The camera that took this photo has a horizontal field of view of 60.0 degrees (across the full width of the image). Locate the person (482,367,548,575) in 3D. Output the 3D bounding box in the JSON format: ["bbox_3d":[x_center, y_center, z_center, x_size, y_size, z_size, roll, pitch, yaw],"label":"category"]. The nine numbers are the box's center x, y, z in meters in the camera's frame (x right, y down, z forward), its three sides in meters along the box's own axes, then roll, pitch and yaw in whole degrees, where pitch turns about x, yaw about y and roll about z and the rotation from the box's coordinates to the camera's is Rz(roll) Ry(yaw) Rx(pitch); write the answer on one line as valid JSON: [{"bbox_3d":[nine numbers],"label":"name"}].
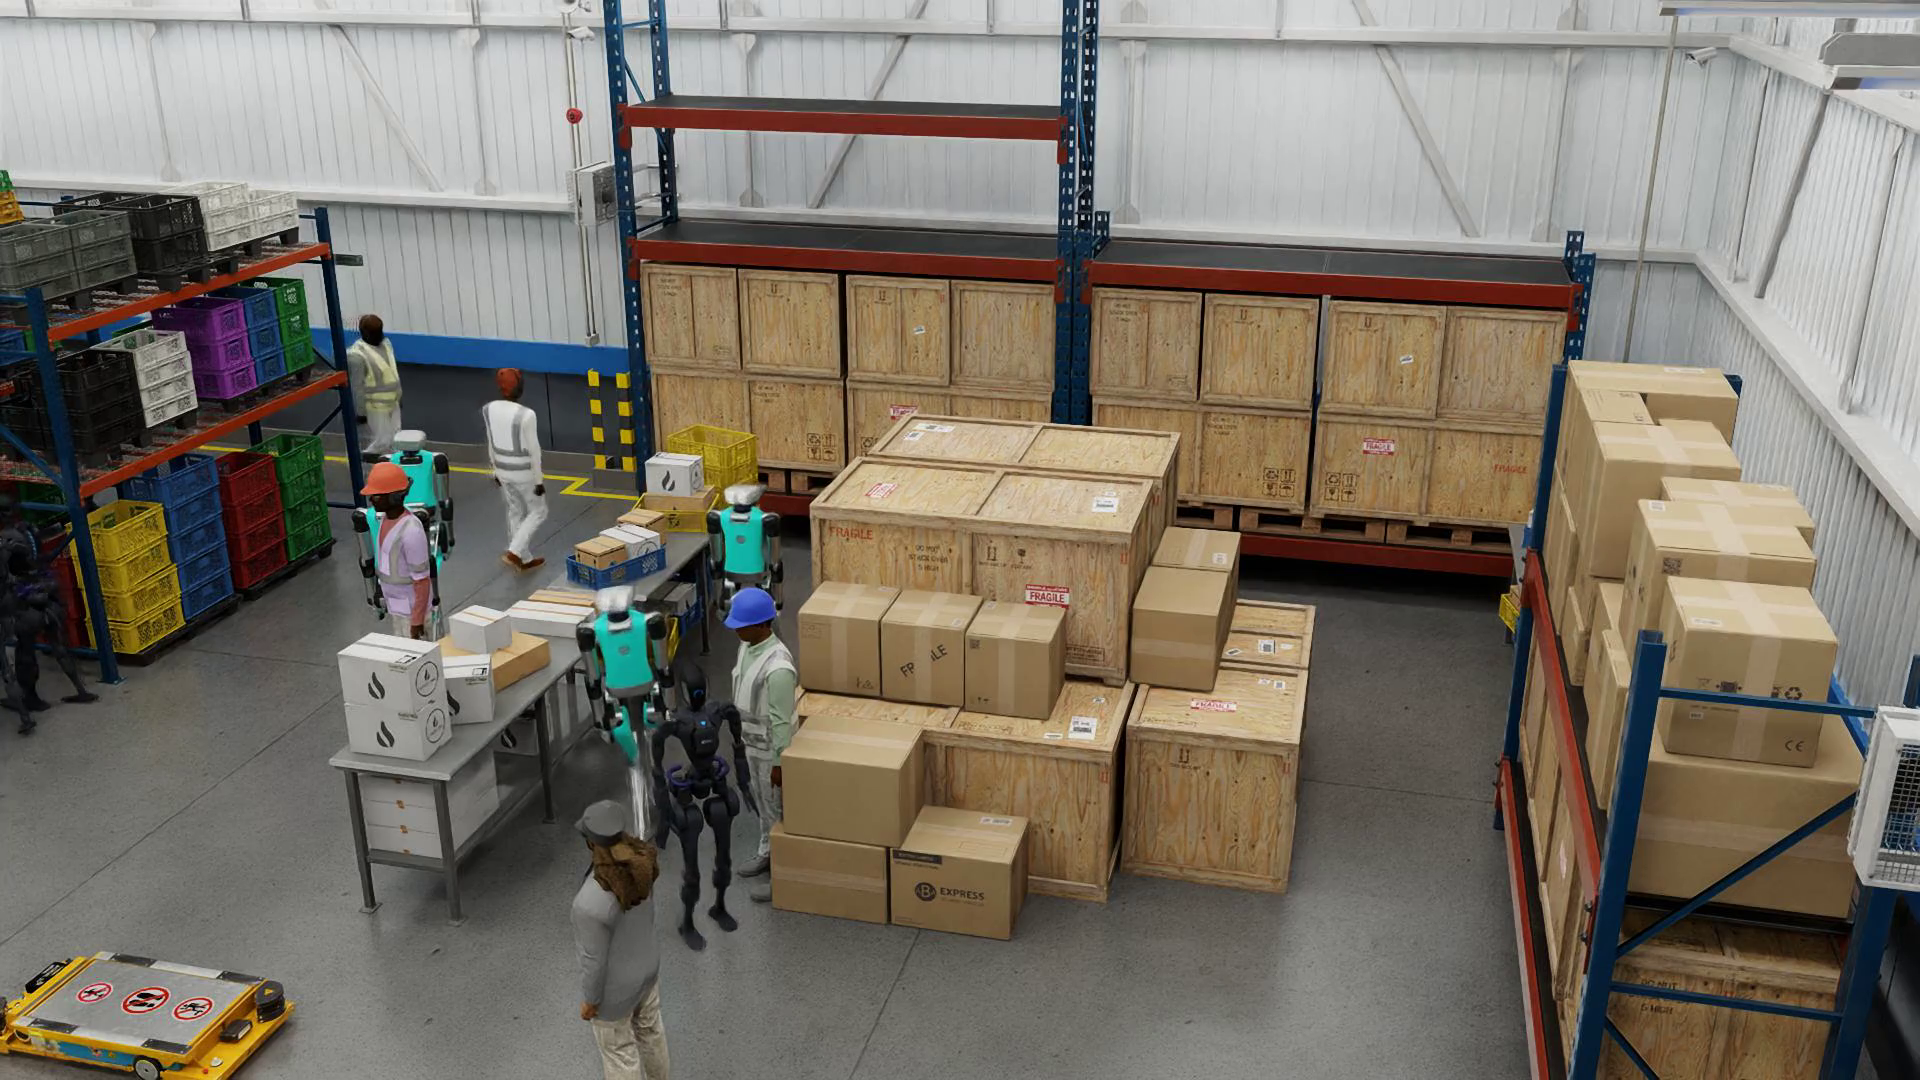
[{"bbox_3d":[-3.816,-0.569,14.287,0.583,1.867,0.472,11,24,27],"label":"person"}]

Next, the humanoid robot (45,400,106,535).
[{"bbox_3d":[-7.995,-0.721,15.022,0.602,1.625,0.770,2,21,6],"label":"humanoid robot"}]

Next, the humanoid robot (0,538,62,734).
[{"bbox_3d":[-6.668,0.548,11.683,0.623,1.620,0.742,-16,26,-37],"label":"humanoid robot"}]

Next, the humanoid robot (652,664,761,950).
[{"bbox_3d":[-1.408,1.457,9.256,0.612,1.655,0.365,-13,24,-30],"label":"humanoid robot"}]

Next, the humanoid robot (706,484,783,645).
[{"bbox_3d":[-1.485,0.341,12.145,0.544,1.789,0.917,2,21,5],"label":"humanoid robot"}]

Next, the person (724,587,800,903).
[{"bbox_3d":[-1.135,1.166,9.662,0.412,1.939,0.602,-10,23,-23],"label":"person"}]

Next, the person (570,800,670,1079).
[{"bbox_3d":[-1.566,2.002,7.706,0.394,1.767,0.573,7,22,18],"label":"person"}]

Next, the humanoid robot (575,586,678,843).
[{"bbox_3d":[-2.040,1.019,10.319,0.578,1.738,0.979,-4,21,-11],"label":"humanoid robot"}]

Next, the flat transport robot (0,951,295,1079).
[{"bbox_3d":[-4.270,2.464,8.601,1.431,0.231,0.659,5,22,13],"label":"flat transport robot"}]

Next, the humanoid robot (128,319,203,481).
[{"bbox_3d":[-7.891,-1.426,16.697,0.542,1.736,0.942,-5,21,-12],"label":"humanoid robot"}]

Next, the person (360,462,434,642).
[{"bbox_3d":[-3.814,0.439,11.415,0.378,2.045,0.604,-14,25,-33],"label":"person"}]

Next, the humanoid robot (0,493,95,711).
[{"bbox_3d":[-6.705,0.440,11.945,0.674,1.629,0.597,1,21,3],"label":"humanoid robot"}]

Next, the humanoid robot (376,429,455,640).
[{"bbox_3d":[-4.151,0.101,12.752,0.533,1.837,0.679,-4,21,-9],"label":"humanoid robot"}]

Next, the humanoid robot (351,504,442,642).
[{"bbox_3d":[-3.967,0.305,12.008,0.533,1.673,0.735,0,21,0],"label":"humanoid robot"}]

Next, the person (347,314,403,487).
[{"bbox_3d":[-5.741,-1.338,16.379,0.503,1.821,0.621,4,21,10],"label":"person"}]
